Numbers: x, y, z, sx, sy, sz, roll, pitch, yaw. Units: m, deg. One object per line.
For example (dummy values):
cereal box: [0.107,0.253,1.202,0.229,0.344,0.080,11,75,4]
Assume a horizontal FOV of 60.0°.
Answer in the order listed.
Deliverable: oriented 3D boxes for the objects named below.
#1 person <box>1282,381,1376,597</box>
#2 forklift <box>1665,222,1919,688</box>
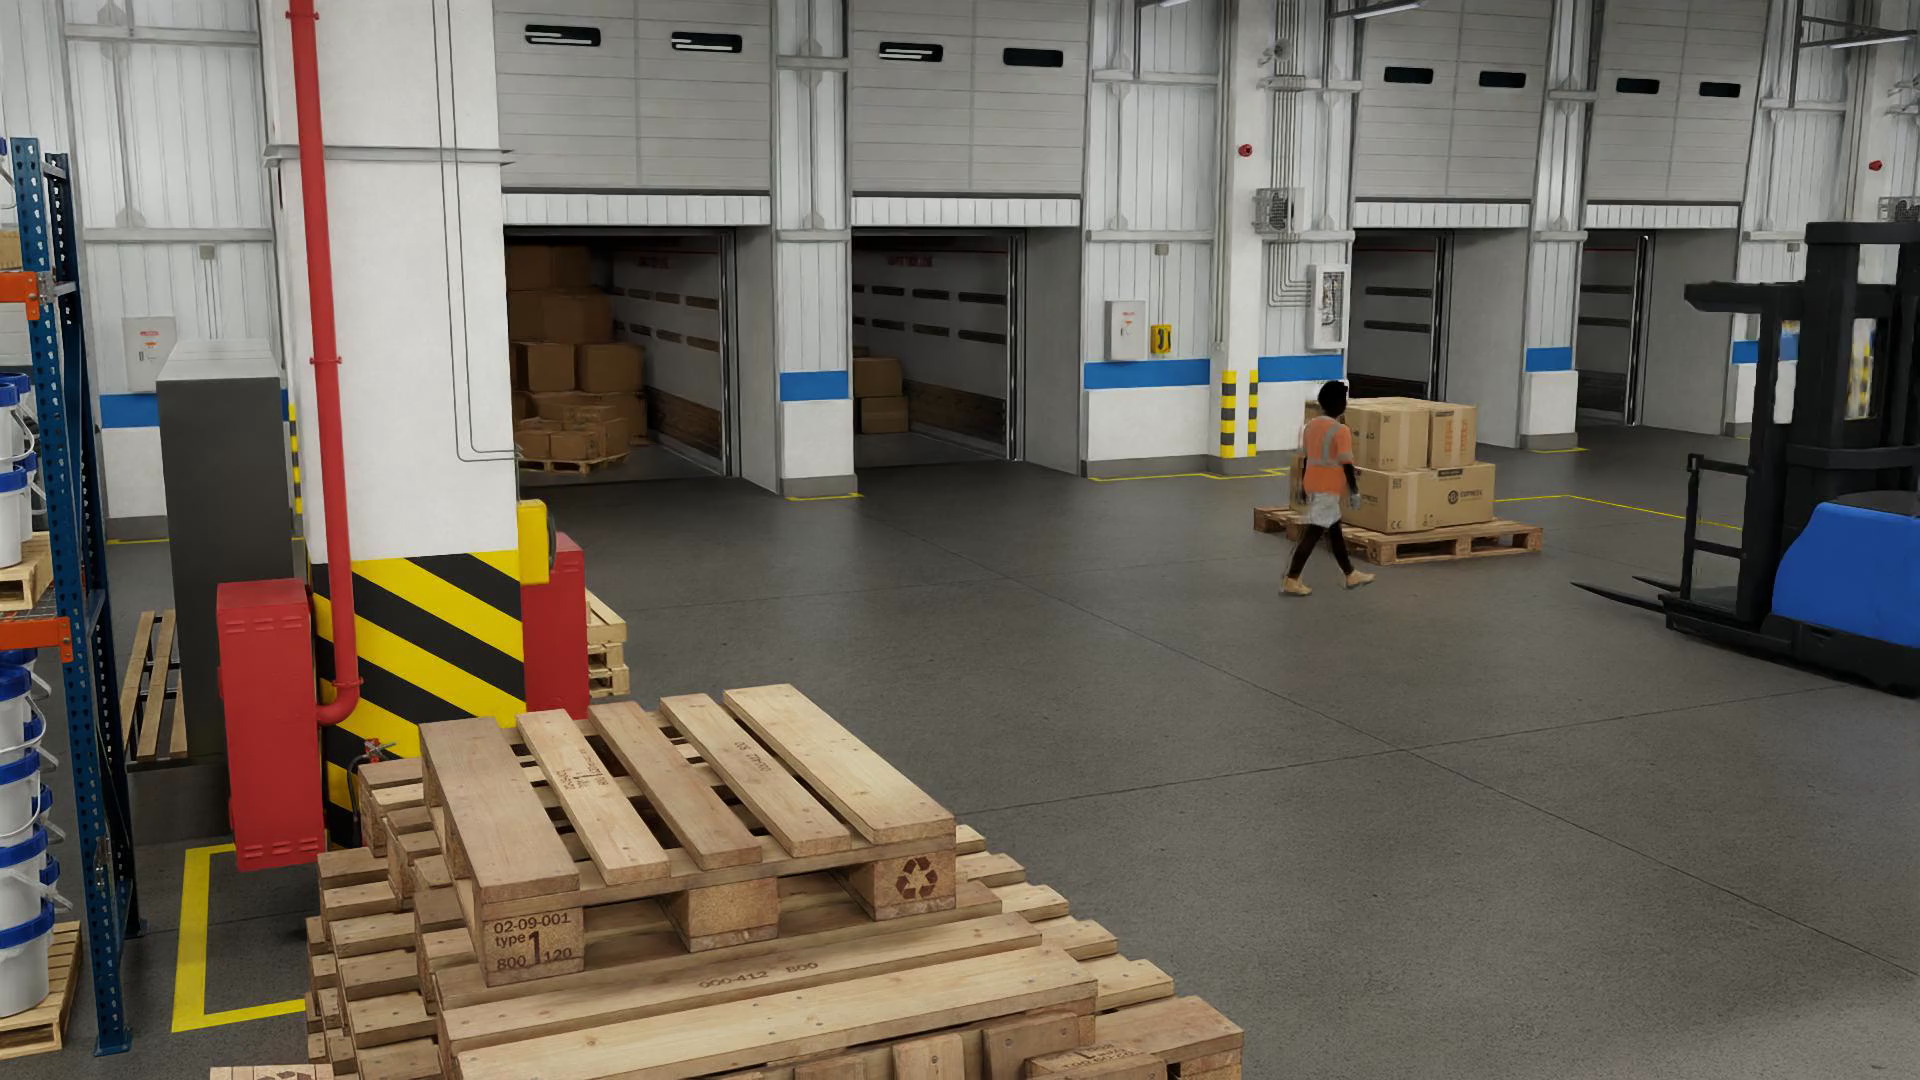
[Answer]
person: [2.836,-0.391,12.717,0.865,1.647,0.548,-3,11,-17]
forklift: [5.764,-0.627,10.642,1.129,2.768,1.873,-4,11,-23]
